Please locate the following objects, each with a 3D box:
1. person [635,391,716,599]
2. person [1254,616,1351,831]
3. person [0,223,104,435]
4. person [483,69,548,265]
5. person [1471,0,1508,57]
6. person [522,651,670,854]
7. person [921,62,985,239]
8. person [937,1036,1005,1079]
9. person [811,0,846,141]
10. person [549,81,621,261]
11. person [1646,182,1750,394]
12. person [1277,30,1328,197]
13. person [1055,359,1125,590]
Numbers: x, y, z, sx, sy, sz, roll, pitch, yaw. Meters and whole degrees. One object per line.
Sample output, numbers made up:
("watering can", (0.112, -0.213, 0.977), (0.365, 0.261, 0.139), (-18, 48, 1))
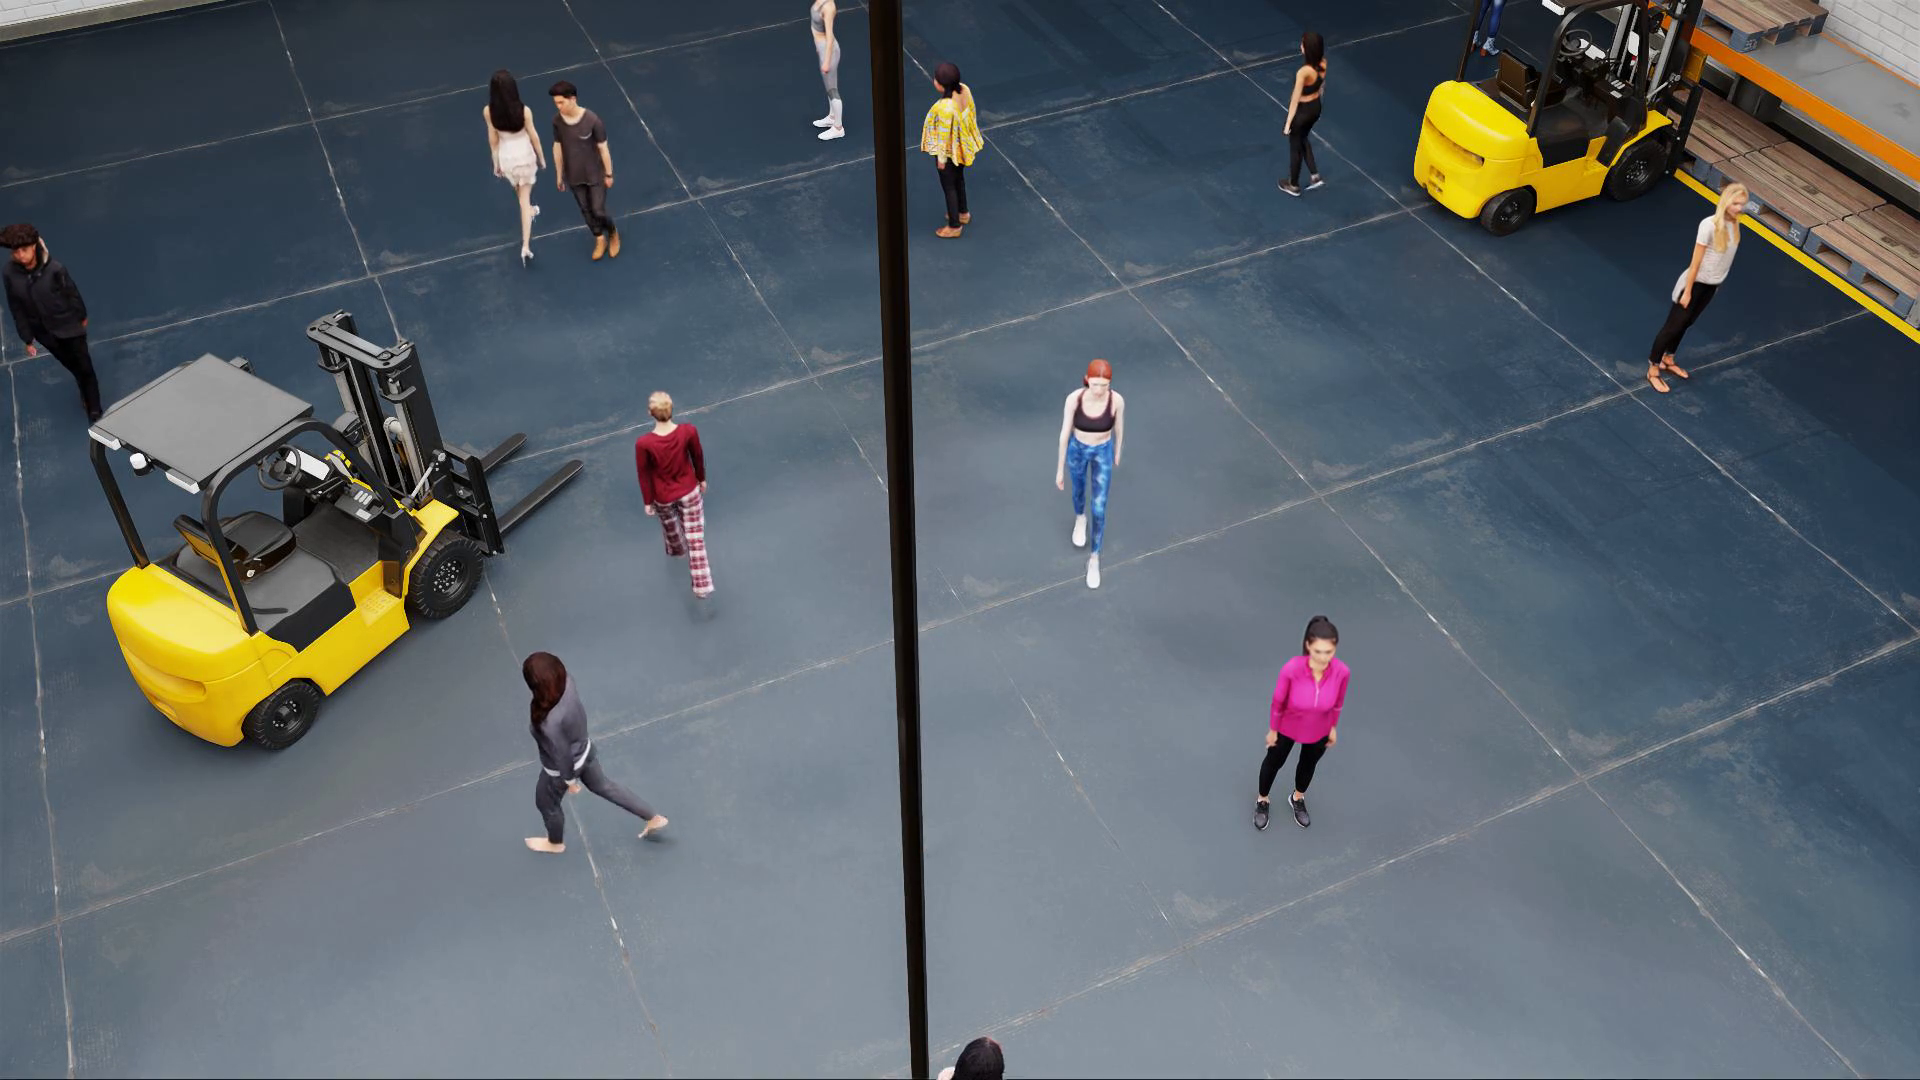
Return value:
("person", (-1.930, -0.301, 11.413), (0.674, 1.665, 1.050), (-14, 45, -14))
("person", (2.041, 1.100, 9.925), (0.674, 1.698, 0.691), (-1, 44, -1))
("person", (-6.983, -1.700, 12.832), (0.742, 1.732, 1.114), (-11, 45, -11))
("person", (-3.848, -3.201, 14.445), (0.866, 1.680, 1.141), (-1, 44, -2))
("person", (5.576, -5.821, 17.242), (0.709, 1.616, 0.550), (-27, 50, -26))
("person", (-2.203, 1.258, 9.722), (1.048, 1.739, 1.138), (4, 44, 4))
("person", (-0.064, -3.462, 14.741), (0.944, 1.650, 0.882), (12, 45, 12))
("person", (0.080, 2.964, 7.955), (0.911, 1.706, 0.978), (12, 45, 13))
("person", (-1.268, -4.684, 15.987), (0.675, 1.701, 0.557), (-8, 44, -9))
("person", (-3.236, -3.256, 14.492), (0.722, 1.695, 0.764), (7, 44, 8))
("person", (5.804, -2.016, 13.097), (0.649, 1.824, 0.597), (-27, 50, -26))
("person", (3.205, -3.845, 15.152), (0.684, 1.637, 0.769), (-31, 52, -29))
("person", (0.905, -0.615, 11.685), (0.909, 1.754, 1.080), (6, 44, 6))
